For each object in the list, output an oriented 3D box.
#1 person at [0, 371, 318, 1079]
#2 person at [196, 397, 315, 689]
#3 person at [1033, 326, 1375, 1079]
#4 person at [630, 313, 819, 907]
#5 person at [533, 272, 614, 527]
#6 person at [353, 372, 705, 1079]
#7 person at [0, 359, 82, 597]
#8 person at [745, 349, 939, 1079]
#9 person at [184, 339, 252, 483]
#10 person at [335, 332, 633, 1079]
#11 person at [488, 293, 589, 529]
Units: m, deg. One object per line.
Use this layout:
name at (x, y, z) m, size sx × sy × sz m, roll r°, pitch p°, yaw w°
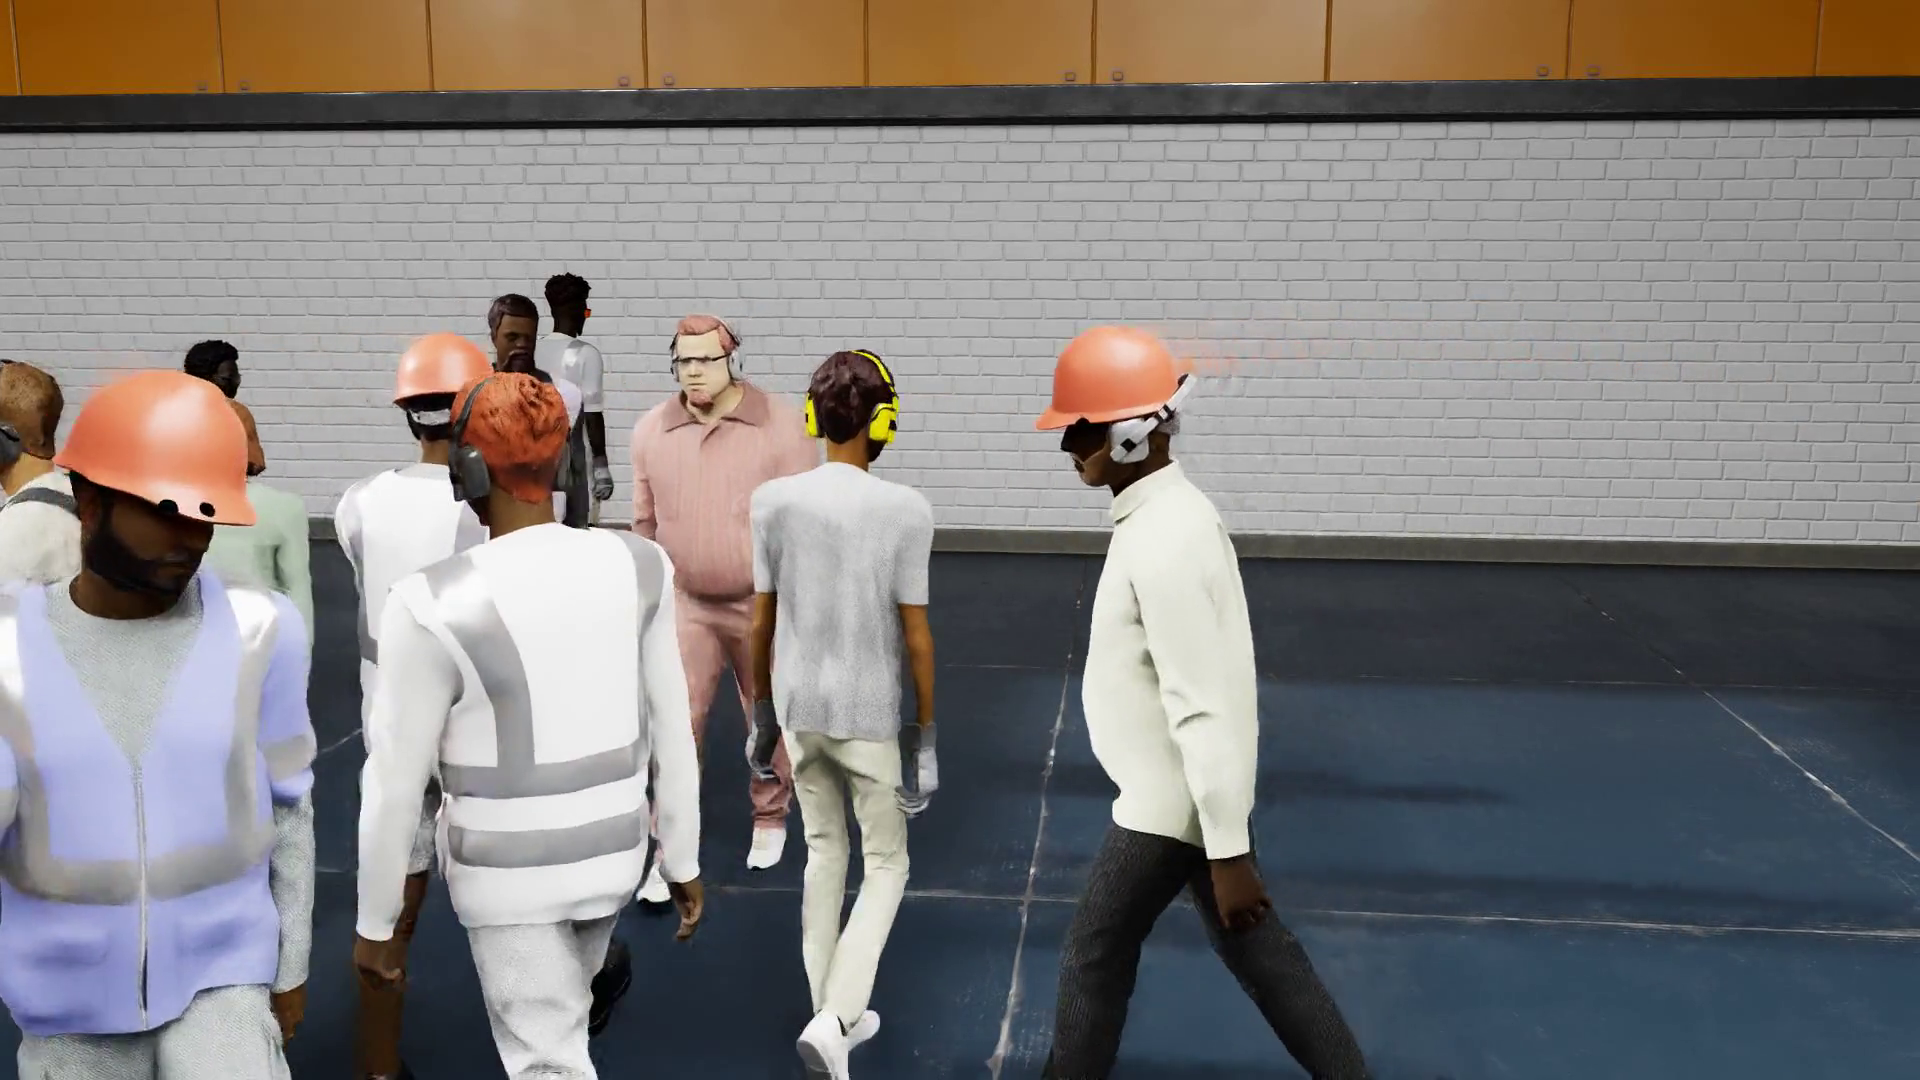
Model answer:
person at (-1.223, 0.709, 2.474) m, size 0.598 × 1.886 × 0.905 m, roll -5°, pitch 11°, yaw -29°
person at (-2.268, 0.370, 5.183) m, size 0.505 × 1.623 × 0.506 m, roll -4°, pitch 11°, yaw -23°
person at (0.497, 0.522, 3.475) m, size 1.033 × 1.930 × 0.643 m, roll 2°, pitch 10°, yaw 13°
person at (-0.777, 0.224, 5.333) m, size 0.668 × 1.872 × 0.884 m, roll 1°, pitch 10°, yaw 7°
person at (-2.078, -0.429, 8.820) m, size 0.608 × 1.959 × 0.374 m, roll 8°, pitch 13°, yaw 39°
person at (-0.863, 0.613, 3.123) m, size 0.854 × 1.852 × 0.611 m, roll 8°, pitch 13°, yaw 40°
person at (-2.147, 0.490, 3.933) m, size 0.393 × 1.832 × 0.505 m, roll -2°, pitch 10°, yaw -12°
person at (-0.320, 0.466, 4.037) m, size 0.551 × 1.845 × 0.590 m, roll 4°, pitch 11°, yaw 20°
person at (-3.260, -0.039, 7.335) m, size 0.360 × 1.686 × 0.553 m, roll 0°, pitch 10°, yaw 0°
person at (-1.182, 0.443, 4.063) m, size 0.537 × 1.875 × 0.970 m, roll 3°, pitch 10°, yaw 16°
person at (-1.761, -0.016, 6.588) m, size 0.604 × 1.908 × 0.512 m, roll -6°, pitch 11°, yaw -30°
